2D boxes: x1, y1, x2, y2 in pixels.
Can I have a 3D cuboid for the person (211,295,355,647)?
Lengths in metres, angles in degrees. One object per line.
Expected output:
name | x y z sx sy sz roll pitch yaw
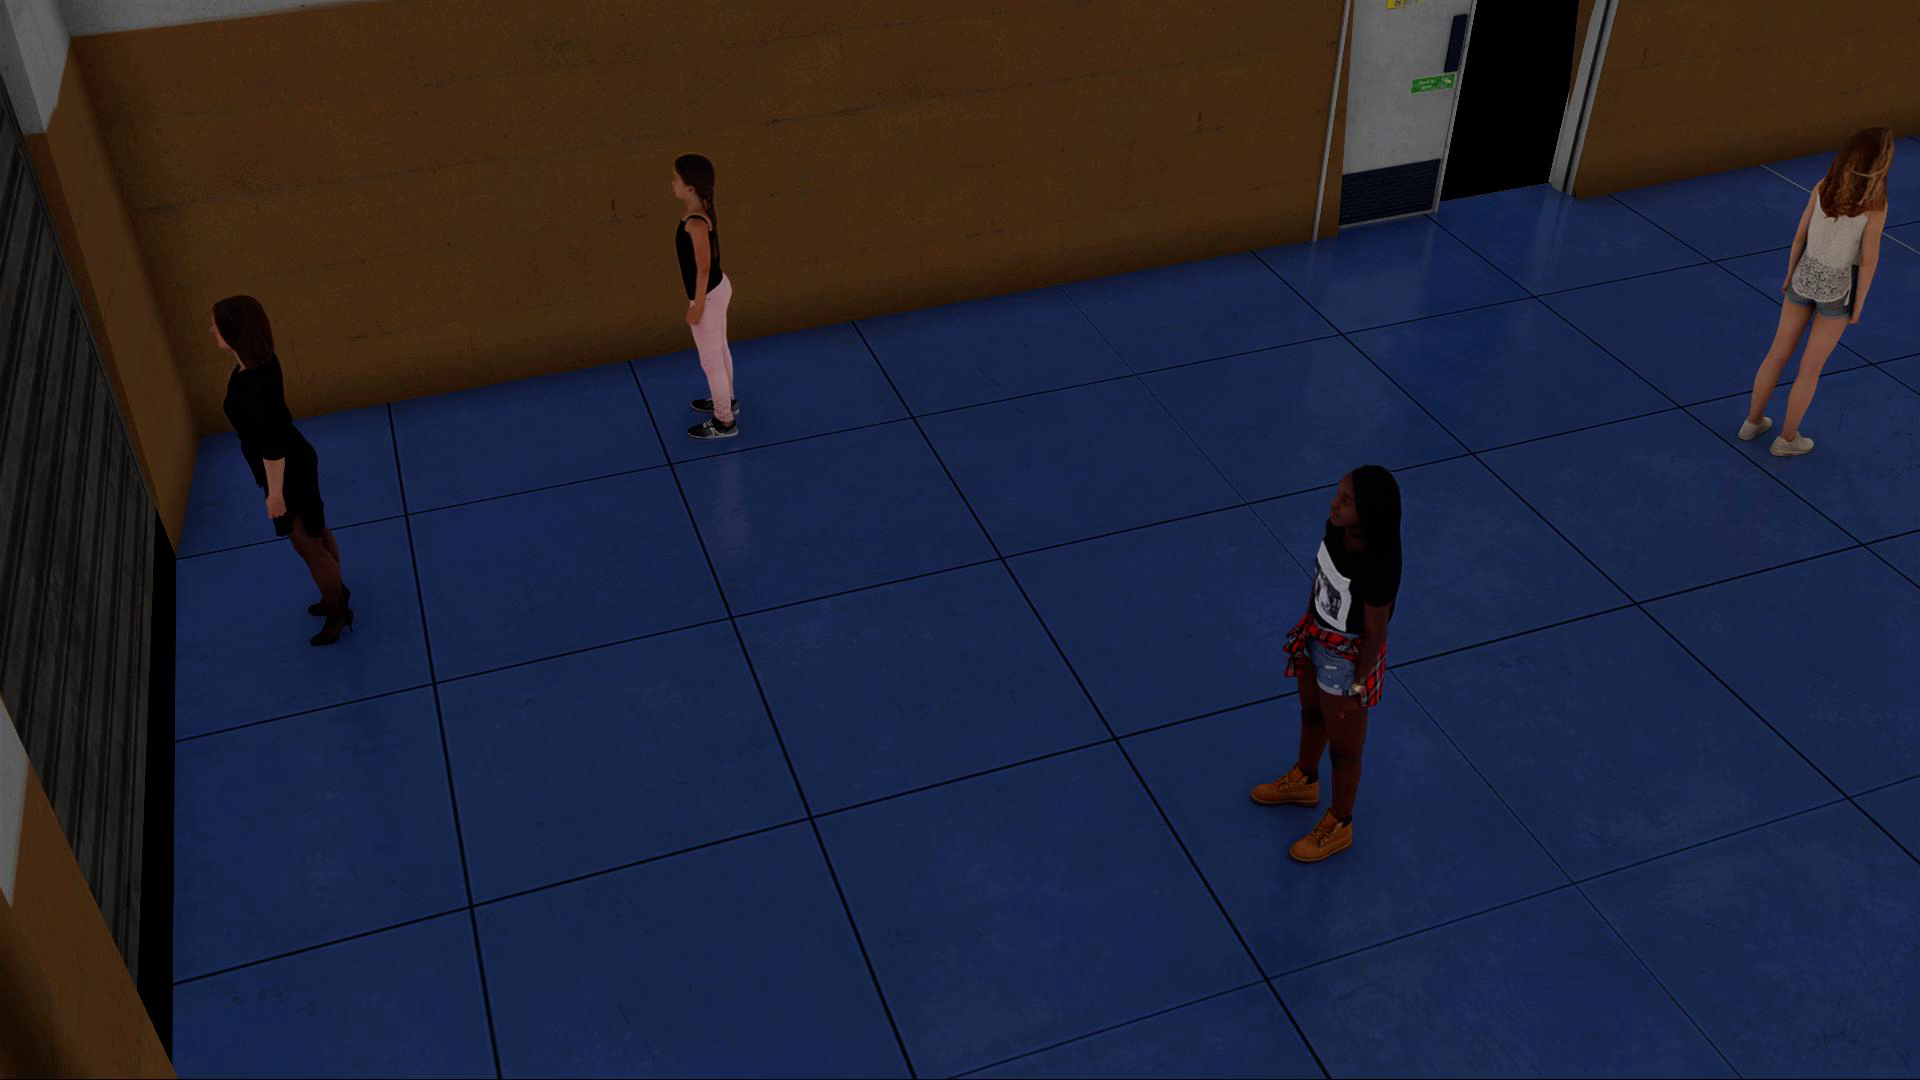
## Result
person | -2.867 -0.285 7.093 0.657 1.706 0.448 -10 38 -13

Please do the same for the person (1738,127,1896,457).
person | 4.295 -1.226 8.317 0.679 1.759 0.522 -21 42 -25

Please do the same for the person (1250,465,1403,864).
person | 1.394 0.446 6.115 0.670 1.729 0.541 -10 38 -13

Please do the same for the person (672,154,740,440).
person | -1.292 -1.246 8.506 0.673 1.565 0.565 2 37 2
